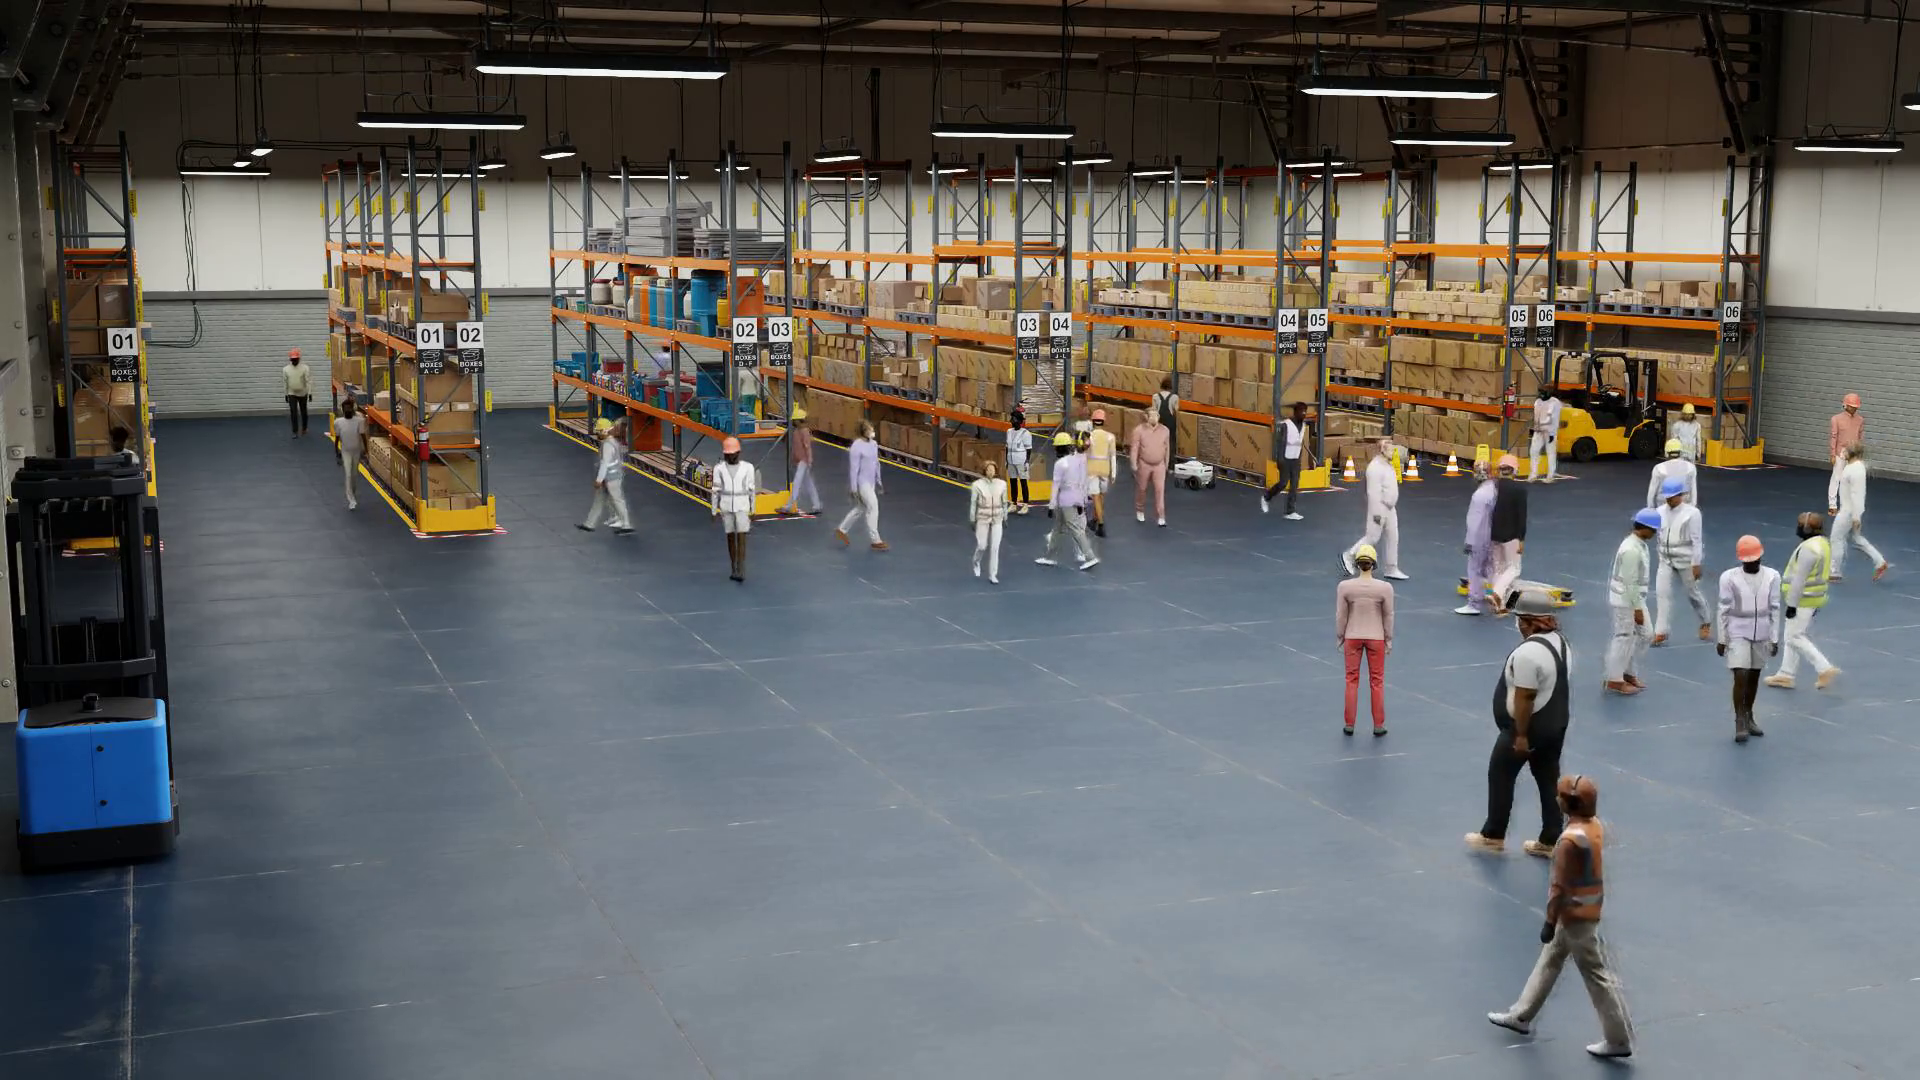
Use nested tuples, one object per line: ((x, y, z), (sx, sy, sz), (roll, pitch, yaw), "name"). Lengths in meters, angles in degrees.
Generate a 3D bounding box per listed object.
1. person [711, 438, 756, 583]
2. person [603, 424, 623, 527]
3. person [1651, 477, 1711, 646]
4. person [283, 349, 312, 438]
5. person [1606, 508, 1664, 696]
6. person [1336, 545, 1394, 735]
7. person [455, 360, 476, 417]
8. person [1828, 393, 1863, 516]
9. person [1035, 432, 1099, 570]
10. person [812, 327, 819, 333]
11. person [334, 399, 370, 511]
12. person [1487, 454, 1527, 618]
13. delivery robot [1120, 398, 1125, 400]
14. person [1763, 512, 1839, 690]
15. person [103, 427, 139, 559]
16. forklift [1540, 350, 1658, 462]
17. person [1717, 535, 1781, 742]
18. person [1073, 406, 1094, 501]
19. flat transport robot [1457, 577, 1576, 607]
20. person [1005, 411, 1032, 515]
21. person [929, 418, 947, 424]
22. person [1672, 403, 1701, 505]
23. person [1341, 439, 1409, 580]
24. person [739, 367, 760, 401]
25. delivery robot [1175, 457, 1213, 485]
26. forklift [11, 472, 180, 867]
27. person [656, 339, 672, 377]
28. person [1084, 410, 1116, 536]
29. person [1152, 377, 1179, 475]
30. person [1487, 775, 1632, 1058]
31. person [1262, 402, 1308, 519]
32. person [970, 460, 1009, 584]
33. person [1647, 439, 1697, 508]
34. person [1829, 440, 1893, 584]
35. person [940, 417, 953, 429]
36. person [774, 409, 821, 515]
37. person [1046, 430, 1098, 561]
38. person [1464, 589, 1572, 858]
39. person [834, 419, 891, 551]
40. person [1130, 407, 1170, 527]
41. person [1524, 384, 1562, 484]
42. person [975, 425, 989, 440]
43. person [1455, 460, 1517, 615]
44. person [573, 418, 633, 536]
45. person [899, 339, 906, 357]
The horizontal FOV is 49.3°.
((-2.997, -0.395, 27.589), (0.570, 1.898, 0.814), (1, 9, 4), "person")
((-5.422, -1.001, 32.589), (0.438, 1.618, 0.502), (-4, 9, -26), "person")
((8.132, 0.217, 23.549), (0.947, 1.906, 0.632), (-6, 10, -35), "person")
((-14.738, -3.281, 46.641), (0.621, 1.968, 0.854), (-2, 9, -11), "person")
((6.706, 0.616, 20.846), (0.532, 1.903, 0.628), (5, 10, 29), "person")
((3.731, 0.919, 19.313), (0.525, 1.761, 0.338), (3, 9, 16), "person")
((-10.366, -2.783, 43.487), (0.622, 1.930, 0.399), (-4, 9, -23), "person")
((14.358, -1.384, 33.917), (0.609, 1.986, 0.390), (-3, 9, -17), "person")
((1.490, -0.537, 28.662), (1.021, 1.876, 0.602), (5, 10, 29), "person")
((-3.861, -4.584, 55.071), (0.392, 2.039, 0.613), (3, 9, 20), "person")
((-10.150, -1.450, 34.901), (0.520, 1.830, 0.959), (-5, 10, -28), "person")
((6.462, -0.038, 25.005), (0.719, 1.958, 0.643), (-8, 11, -42), "person")
((4.396, -3.836, 54.846), (0.707, 0.478, 0.477), (-4, 9, -22), "delivery robot")
((8.515, 0.622, 21.092), (0.693, 1.822, 0.646), (6, 10, 34), "person")
((-11.687, -0.638, 29.156), (0.742, 1.922, 0.470), (5, 10, 28), "person")
((12.897, -2.725, 42.309), (2.313, 2.155, 1.214), (-3, 9, -21), "forklift")
((7.192, 0.896, 19.069), (0.530, 1.884, 0.836), (0, 9, 0), "person")
((2.154, -1.473, 35.685), (0.531, 1.619, 0.364), (7, 11, 40), "person")
((6.959, 0.645, 26.224), (0.652, 0.197, 1.431), (-4, 10, -28), "flat transport robot")
((0.936, -1.260, 34.048), (0.318, 1.695, 0.539), (-8, 12, -44), "person")
((-0.524, -3.711, 49.610), (0.627, 1.934, 0.371), (-4, 9, -24), "person")
((12.248, -1.470, 35.381), (0.491, 1.721, 0.741), (-1, 9, -4), "person")
((5.549, -0.421, 27.874), (0.836, 1.878, 0.641), (6, 11, 36), "person")
((-4.786, -3.291, 47.412), (0.547, 1.753, 0.405), (-3, 9, -18), "person")
((4.187, -1.237, 37.519), (0.477, 0.478, 0.707), (-7, 11, -39), "delivery robot")
((-6.630, 0.886, 15.957), (1.129, 2.768, 1.873), (-3, 9, -21), "forklift")
((-7.307, -4.007, 51.733), (0.984, 1.897, 0.560), (-7, 11, -39), "person")
((2.068, -1.038, 31.937), (0.545, 1.881, 0.906), (-3, 9, -16), "person")
((3.870, -2.149, 39.487), (0.514, 1.842, 0.328), (1, 9, 10), "person")
((3.457, 2.114, 11.887), (0.853, 1.588, 0.533), (5, 10, 29), "person")
((5.240, -1.293, 33.666), (0.708, 1.876, 0.686), (8, 12, 44), "person")
((0.382, -0.253, 27.580), (0.517, 1.626, 0.395), (-3, 9, -17), "person")
((9.634, -0.480, 28.471), (0.627, 1.805, 0.757), (0, 9, -1), "person")
((11.752, -0.369, 27.431), (0.881, 1.911, 0.633), (4, 9, 23), "person")
((-0.285, -3.202, 46.441), (0.573, 1.864, 0.414), (-3, 9, -19), "person")
((-2.640, -1.245, 33.860), (0.893, 1.724, 0.551), (-3, 9, -20), "person")
((1.588, -0.636, 29.418), (0.730, 1.847, 0.522), (4, 9, 22), "person")
((4.160, 1.356, 15.606), (0.813, 2.000, 0.697), (8, 12, 44), "person")
((-1.446, -0.819, 30.428), (0.940, 1.908, 0.629), (4, 9, 23), "person")
((2.990, -1.178, 32.995), (0.665, 1.864, 1.000), (-1, 9, -9), "person")
((10.595, -1.923, 38.071), (0.736, 1.812, 0.631), (-6, 10, -35), "person")
((0.499, -3.062, 45.746), (0.621, 1.785, 0.898), (-4, 9, -25), "person")
((6.326, -0.023, 25.175), (0.611, 1.880, 0.668), (5, 10, 32), "person")
((-5.391, -0.942, 31.607), (0.918, 1.780, 0.604), (-2, 9, -11), "person")
((-1.363, -4.148, 52.797), (1.016, 1.859, 0.659), (-1, 9, -9), "person")
